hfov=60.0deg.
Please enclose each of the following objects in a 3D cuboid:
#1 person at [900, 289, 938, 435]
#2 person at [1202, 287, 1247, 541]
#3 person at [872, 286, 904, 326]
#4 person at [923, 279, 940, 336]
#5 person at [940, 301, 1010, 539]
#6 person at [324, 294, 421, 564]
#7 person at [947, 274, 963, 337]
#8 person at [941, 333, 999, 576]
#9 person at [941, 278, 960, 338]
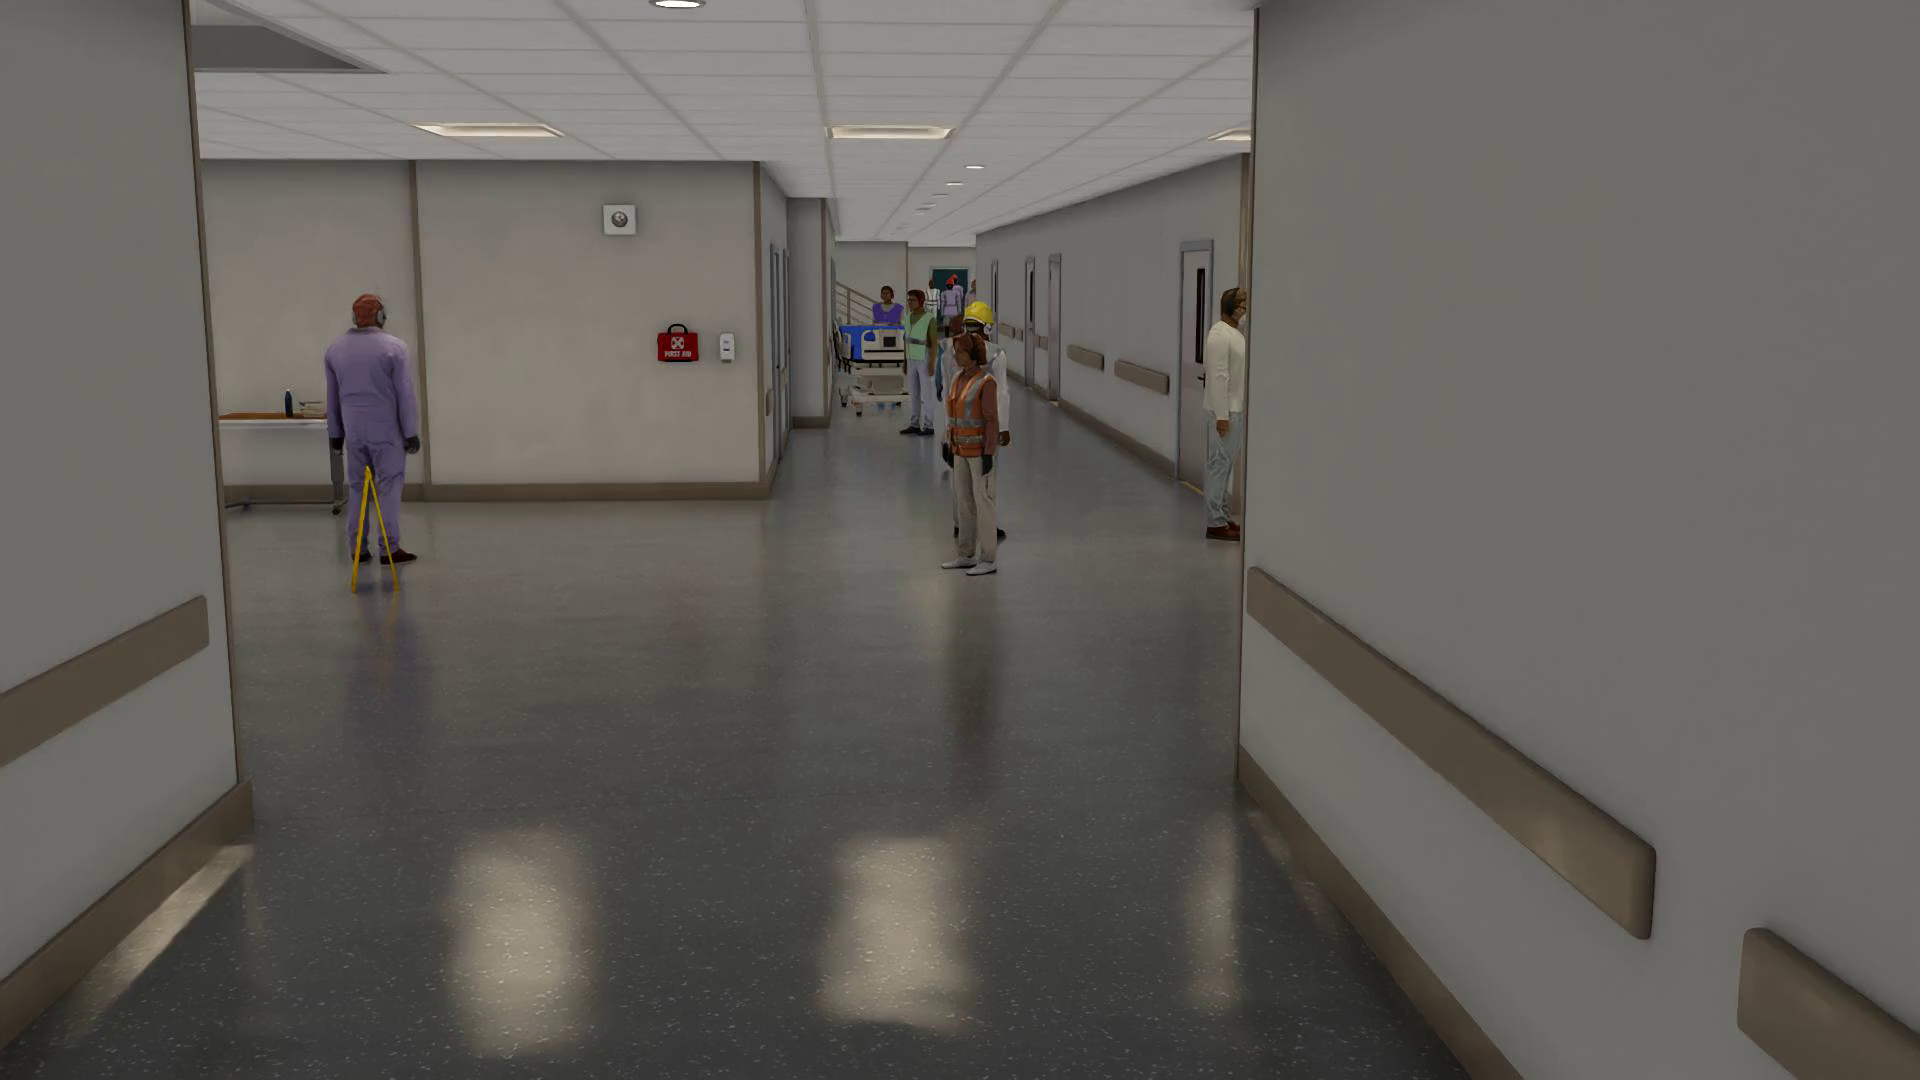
[{"bbox_3d":[-0.500,-2.252,21.106,0.375,1.844,0.567,-8,12,-42],"label":"person"},{"bbox_3d":[2.060,-0.970,12.788,0.373,1.935,0.628,3,10,19],"label":"person"},{"bbox_3d":[-1.213,-3.350,27.996,0.563,1.848,0.391,2,9,12],"label":"person"},{"bbox_3d":[-0.943,-7.695,55.153,0.573,1.886,0.355,-2,9,-13],"label":"person"},{"bbox_3d":[0.133,-0.903,12.724,0.591,1.824,0.403,6,11,35],"label":"person"},{"bbox_3d":[-4.119,-0.780,11.723,0.662,1.895,0.397,2,9,15],"label":"person"},{"bbox_3d":[-0.179,-7.631,54.258,0.610,2.042,0.396,-6,11,-33],"label":"person"},{"bbox_3d":[0.081,-0.581,11.264,0.311,1.638,0.521,-6,11,-31],"label":"person"},{"bbox_3d":[-0.268,-6.250,45.913,0.542,1.939,0.365,-1,9,-8],"label":"person"}]
